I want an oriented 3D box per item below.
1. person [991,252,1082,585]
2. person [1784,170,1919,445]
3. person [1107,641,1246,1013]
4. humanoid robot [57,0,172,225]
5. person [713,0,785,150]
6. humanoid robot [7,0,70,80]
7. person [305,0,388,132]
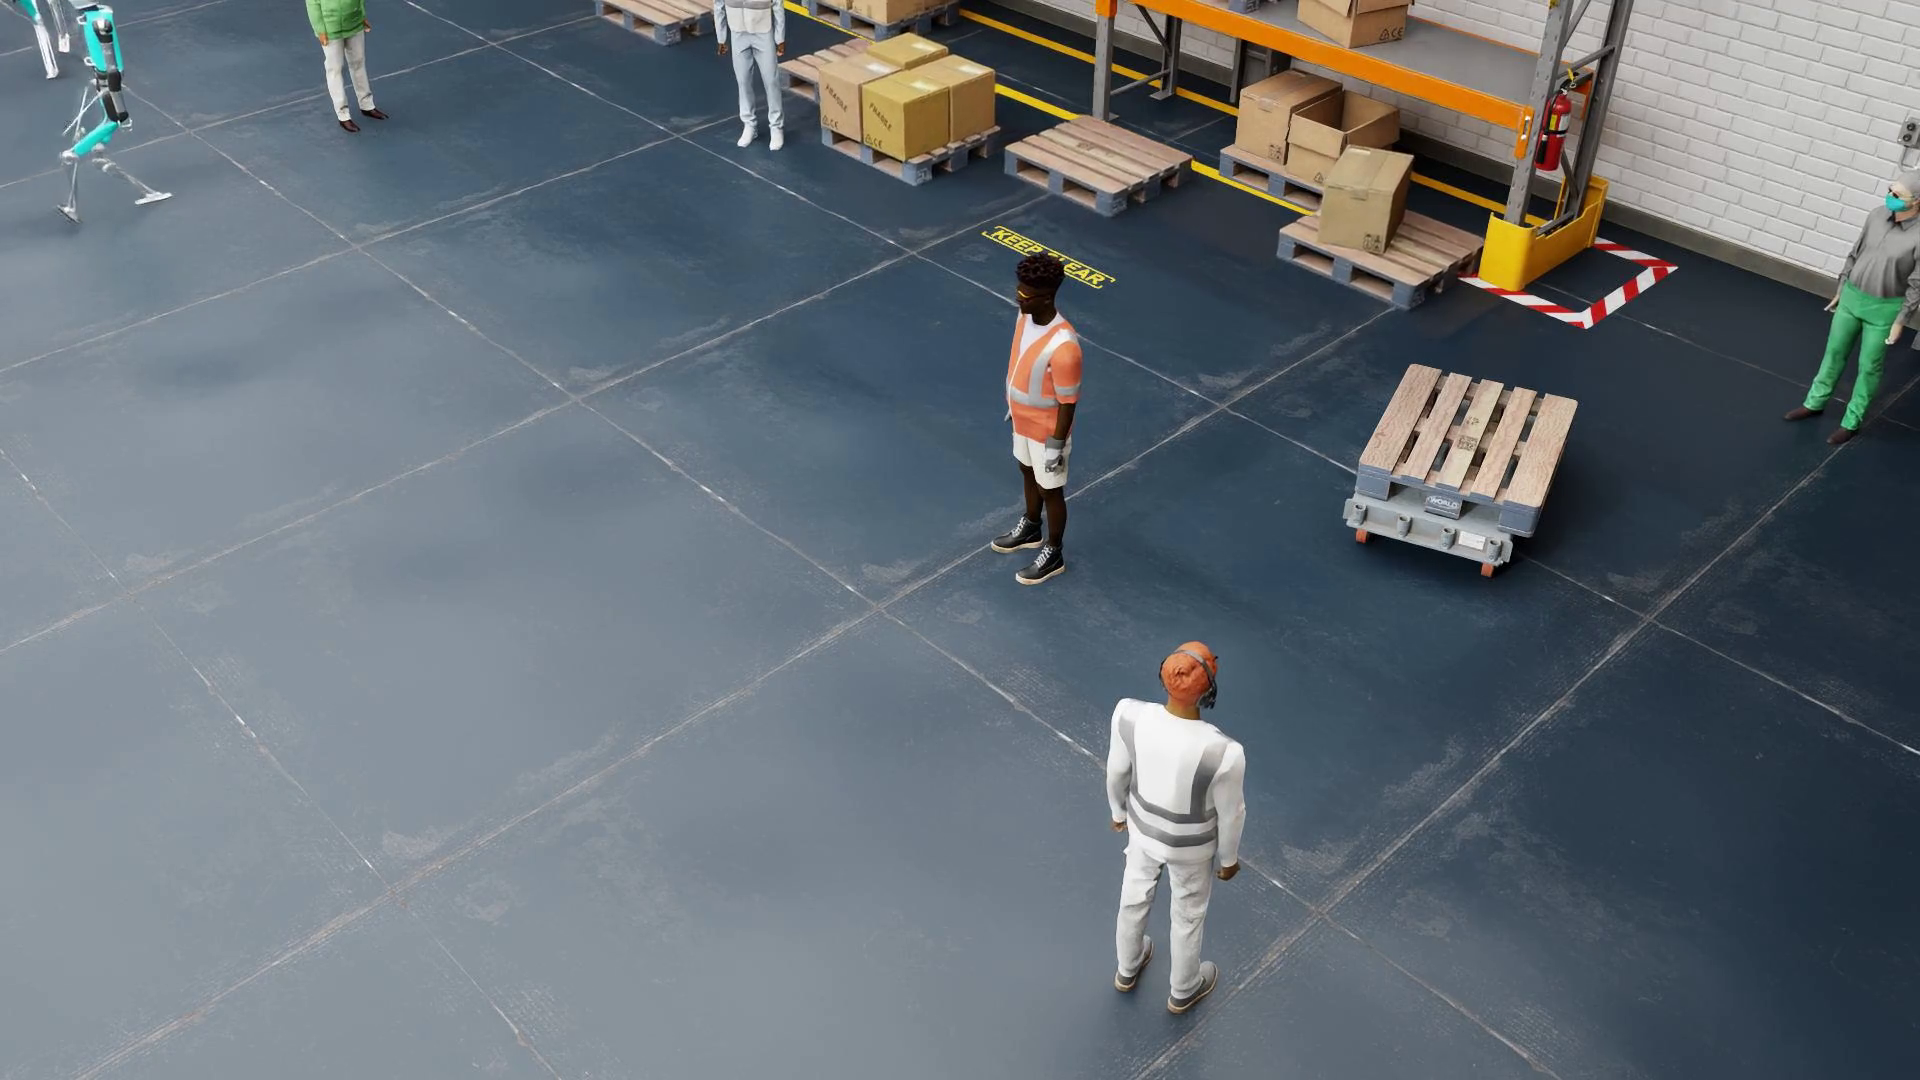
[{"bbox_3d":[0.422,-0.656,8.996,0.368,1.965,0.601,-14,39,-18],"label":"person"},{"bbox_3d":[5.567,-1.444,10.140,0.338,1.842,0.513,-17,40,-21],"label":"person"},{"bbox_3d":[0.854,1.166,6.653,0.573,1.883,0.355,21,42,25],"label":"person"},{"bbox_3d":[-6.740,-3.272,12.670,0.925,1.787,0.549,-21,42,-25],"label":"humanoid robot"},{"bbox_3d":[-1.725,-4.177,13.710,0.593,1.907,0.416,5,37,6],"label":"person"},{"bbox_3d":[-8.513,-5.177,15.212,0.547,1.773,1.037,-11,38,-14],"label":"humanoid robot"},{"bbox_3d":[-5.245,-4.381,14.077,0.386,1.784,0.537,22,42,26],"label":"person"}]
